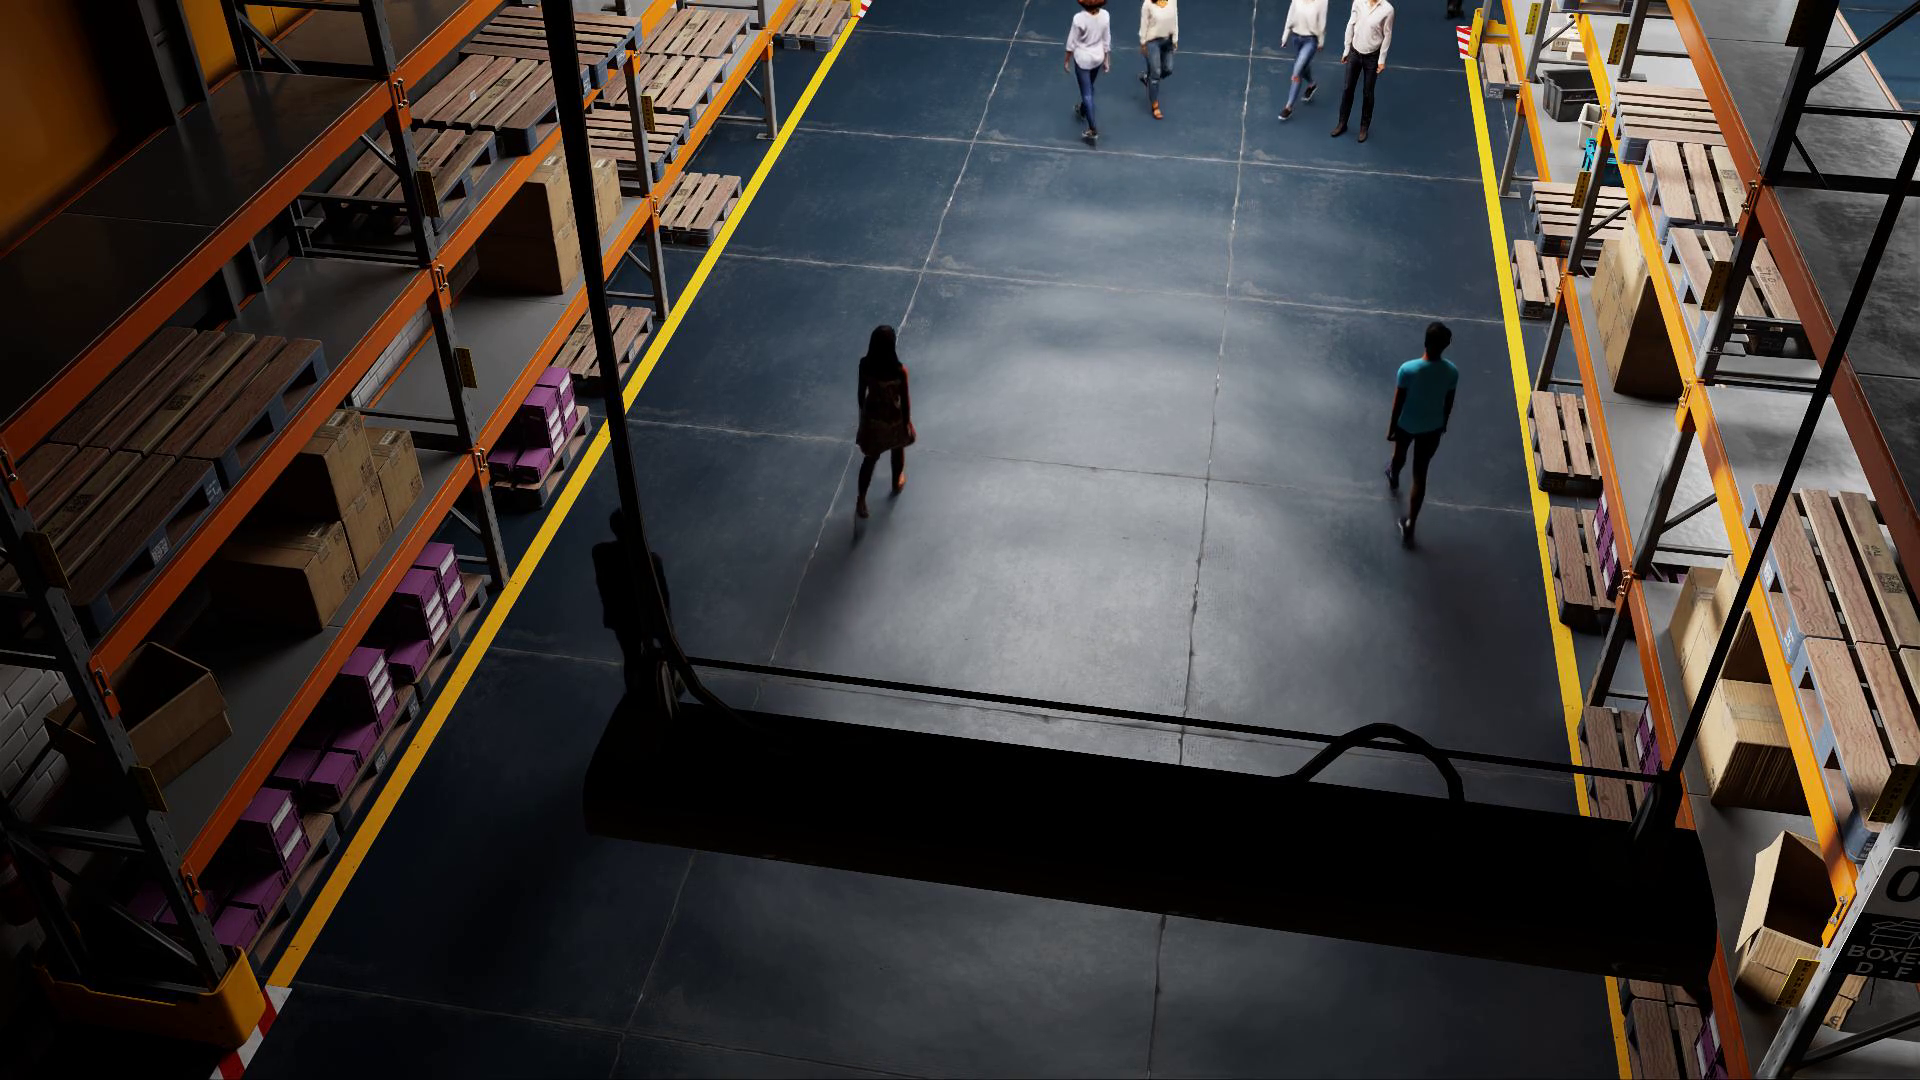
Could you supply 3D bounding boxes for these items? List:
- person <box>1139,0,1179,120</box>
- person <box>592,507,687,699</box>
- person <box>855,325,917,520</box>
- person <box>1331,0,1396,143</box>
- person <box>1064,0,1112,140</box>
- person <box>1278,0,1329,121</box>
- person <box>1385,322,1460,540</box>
[{"bbox_3d":[2.228,-5.683,18.987,0.845,1.662,0.936,-15,41,-18],"label":"person"},{"bbox_3d":[-2.171,0.577,11.046,0.701,1.788,0.752,7,39,9],"label":"person"},{"bbox_3d":[-0.629,-0.907,13.036,0.716,1.624,1.073,12,40,14],"label":"person"},{"bbox_3d":[4.486,-5.371,18.428,0.716,1.871,0.653,19,42,22],"label":"person"},{"bbox_3d":[1.464,-5.304,18.500,1.039,1.677,1.230,-14,41,-17],"label":"person"},{"bbox_3d":[3.978,-5.700,19.016,0.996,1.651,1.208,29,47,31],"label":"person"},{"bbox_3d":[3.559,-0.813,12.839,0.690,1.723,1.180,4,39,5],"label":"person"}]
